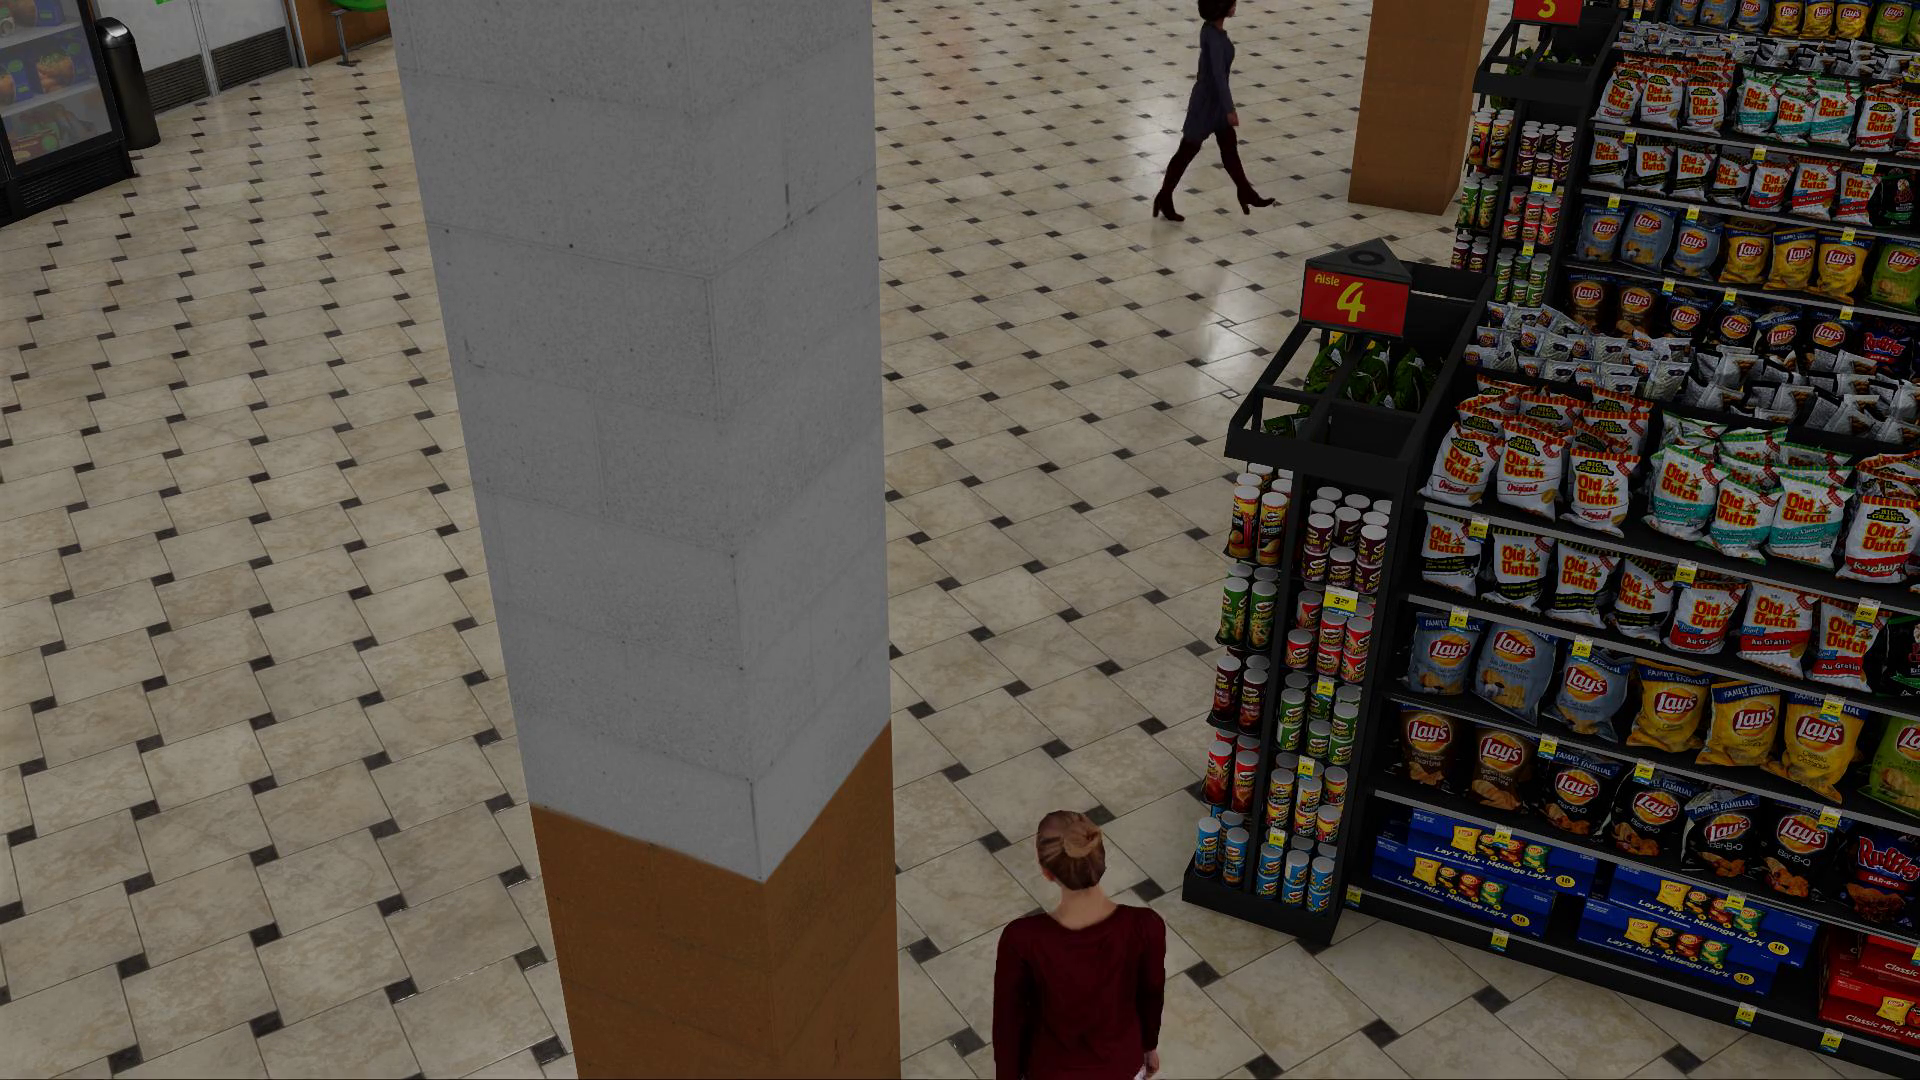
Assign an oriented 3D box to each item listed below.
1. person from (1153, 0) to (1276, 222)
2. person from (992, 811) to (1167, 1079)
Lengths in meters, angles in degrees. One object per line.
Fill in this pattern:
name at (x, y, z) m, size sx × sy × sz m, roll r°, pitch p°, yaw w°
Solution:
person at (1.623, -2.989, 11.514) m, size 1.143 × 1.675 × 0.795 m, roll 5°, pitch 32°, yaw 7°
person at (0.329, 1.437, 4.396) m, size 0.980 × 1.678 × 0.901 m, roll 2°, pitch 32°, yaw 3°
